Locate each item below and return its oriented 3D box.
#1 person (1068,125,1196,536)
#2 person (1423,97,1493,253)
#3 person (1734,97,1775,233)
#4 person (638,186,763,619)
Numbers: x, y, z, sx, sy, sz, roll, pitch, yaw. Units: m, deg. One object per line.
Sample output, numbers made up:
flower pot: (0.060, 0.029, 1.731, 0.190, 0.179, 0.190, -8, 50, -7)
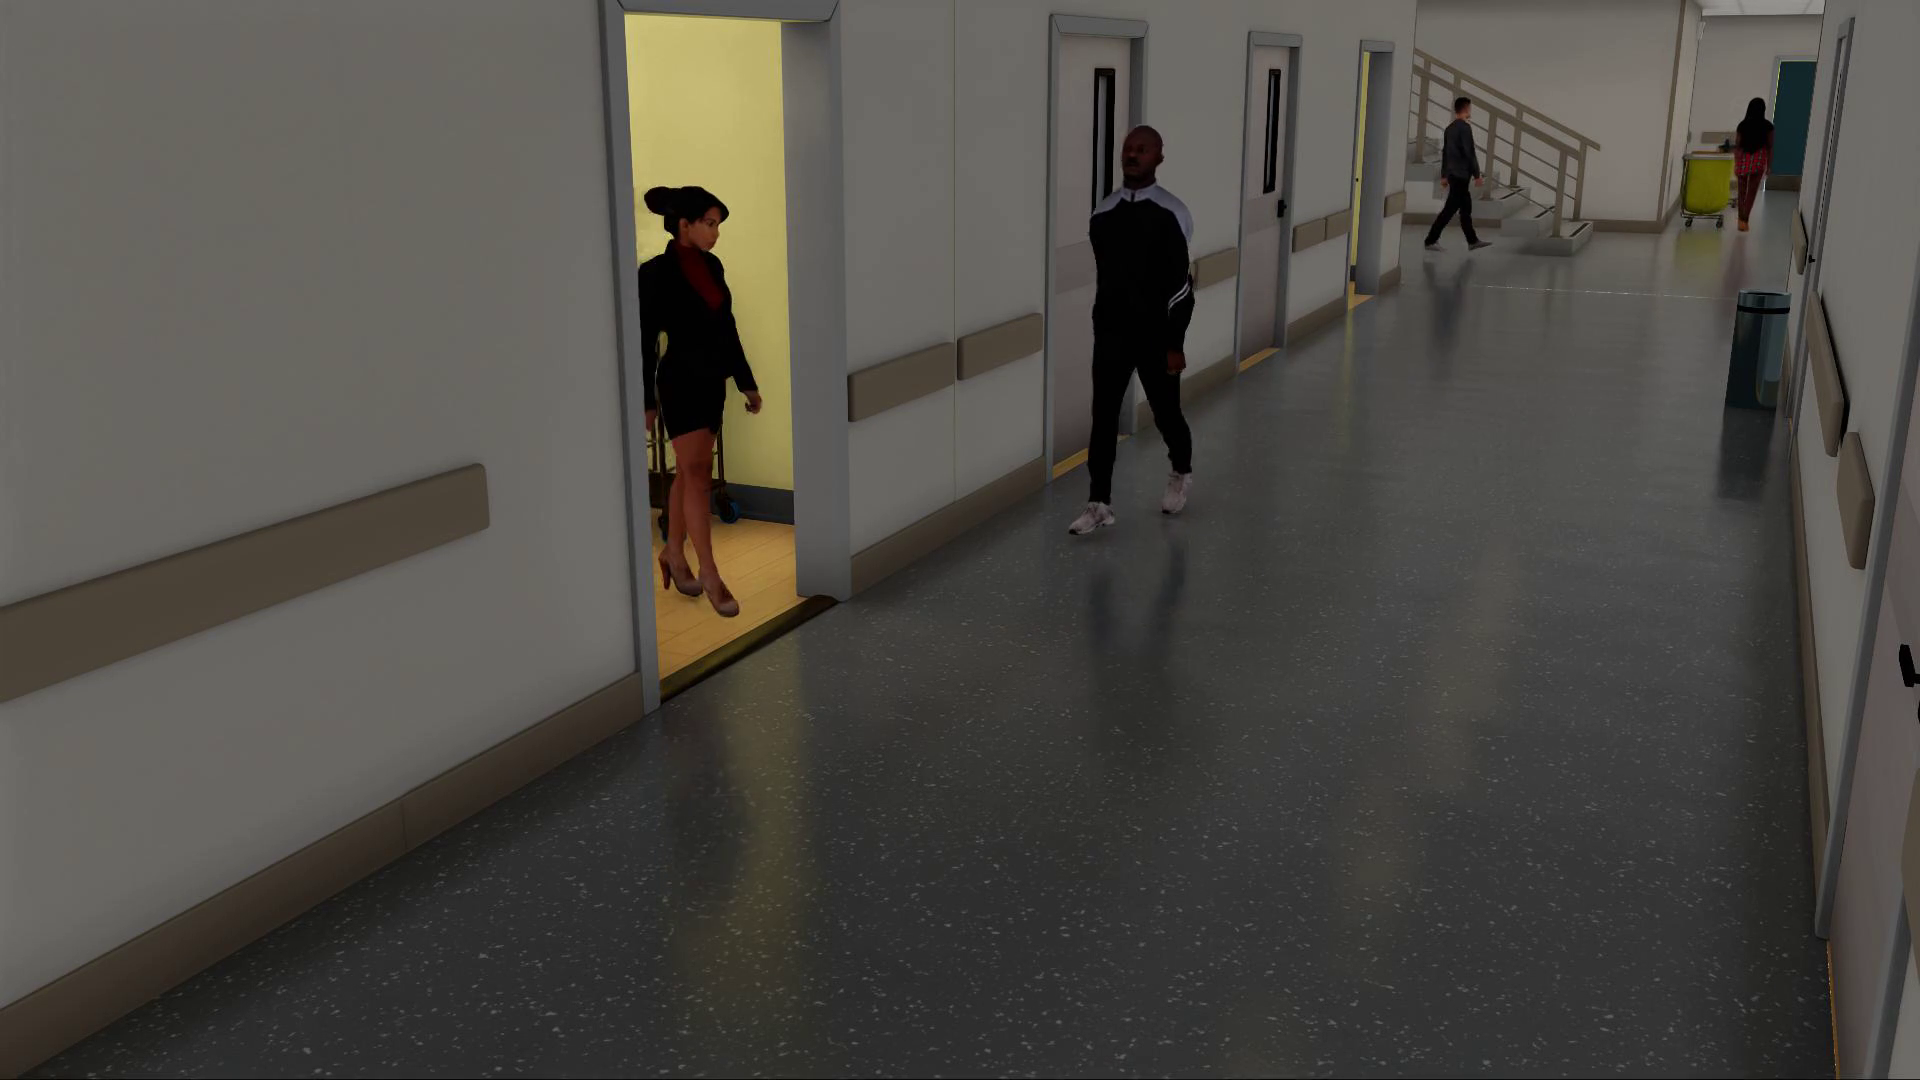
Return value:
person: (0.871, -0.959, 7.611, 1.139, 1.799, 0.843, 9, 18, 30)
person: (5.613, -4.106, 18.917, 1.200, 1.722, 1.022, -3, 16, -10)
person: (10.134, -4.757, 21.310, 1.169, 1.677, 0.826, 11, 19, 34)
person: (-1.102, -0.534, 6.442, 0.800, 1.616, 0.629, 10, 19, 31)
